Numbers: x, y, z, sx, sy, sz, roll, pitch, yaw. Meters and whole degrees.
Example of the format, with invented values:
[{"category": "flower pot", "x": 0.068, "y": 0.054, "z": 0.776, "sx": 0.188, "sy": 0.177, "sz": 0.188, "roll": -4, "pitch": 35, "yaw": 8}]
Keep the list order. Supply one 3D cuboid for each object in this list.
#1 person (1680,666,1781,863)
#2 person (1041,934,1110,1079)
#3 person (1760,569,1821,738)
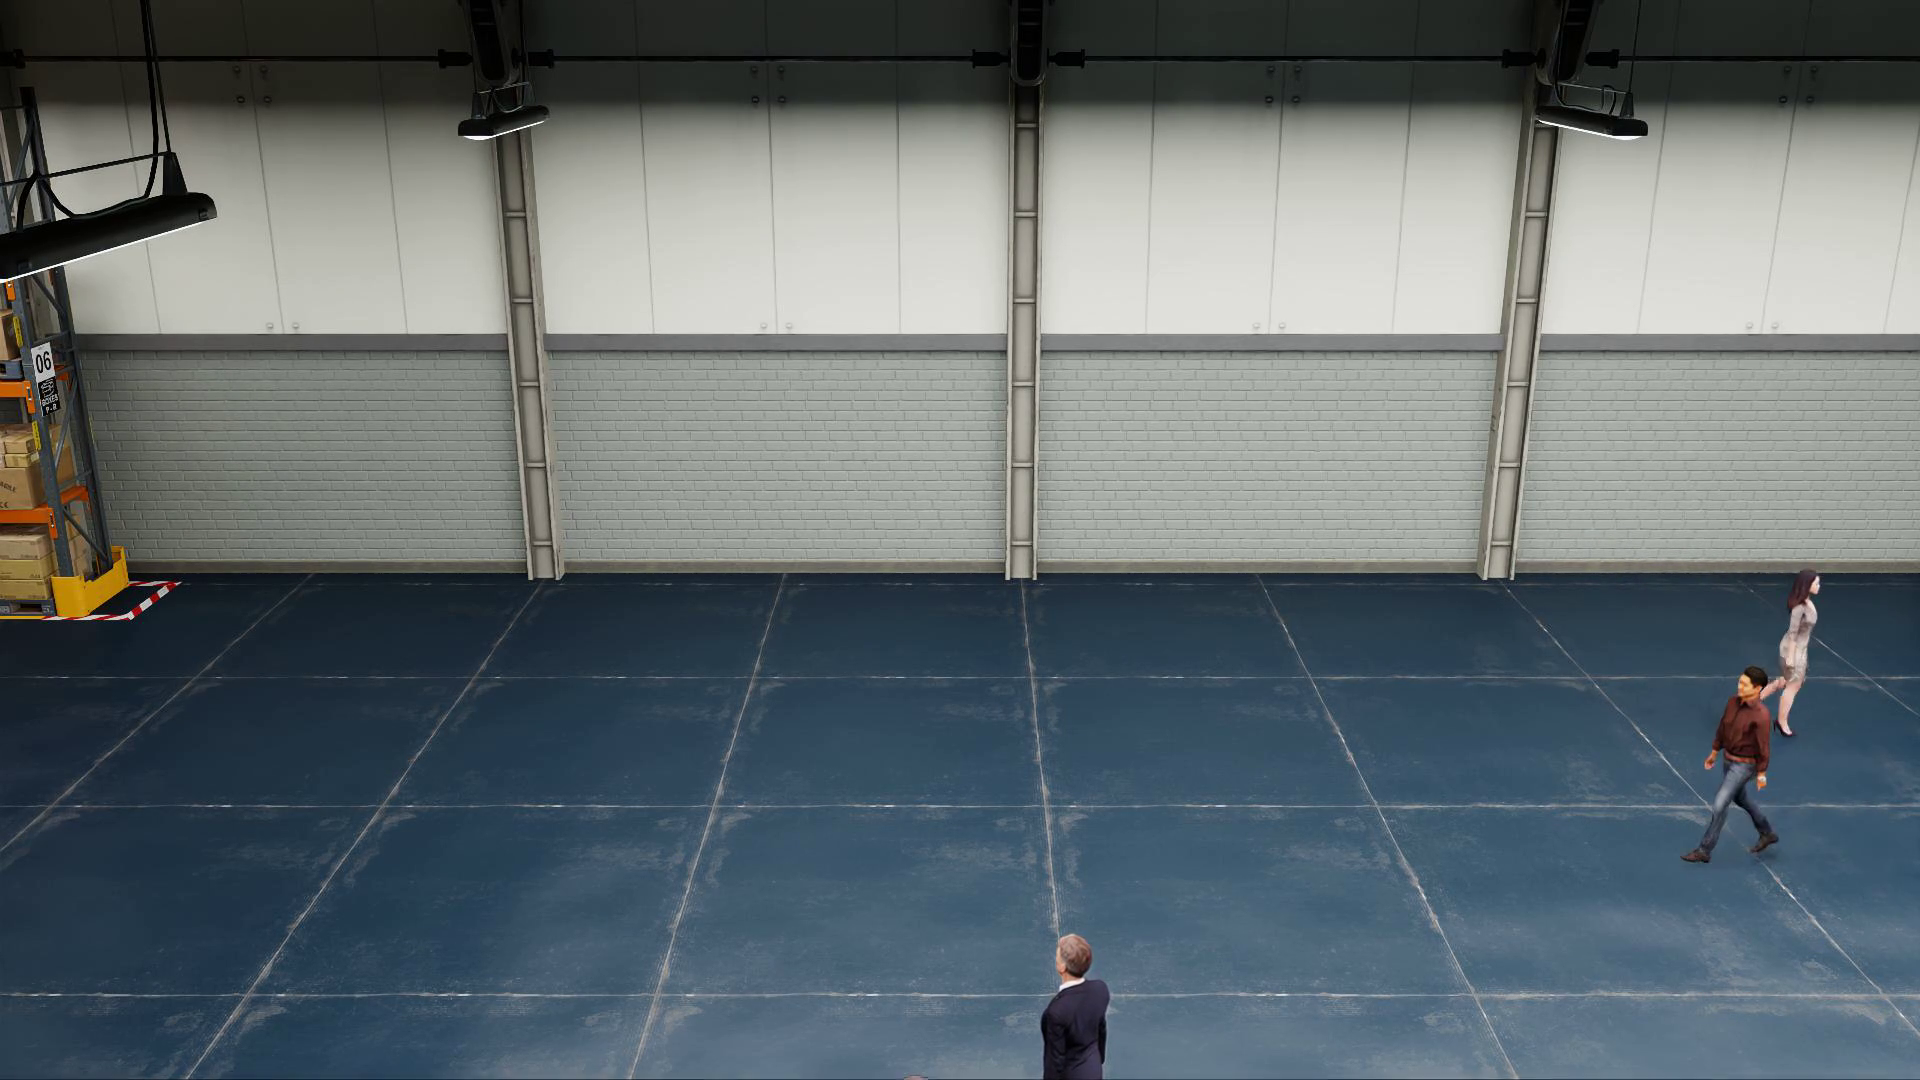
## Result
[{"category": "person", "x": 6.570, "y": 1.877, "z": 13.843, "sx": 1.178, "sy": 1.743, "sz": 0.746, "roll": -2, "pitch": 18, "yaw": -7}, {"category": "person", "x": 0.658, "y": 3.152, "z": 9.812, "sx": 0.828, "sy": 1.814, "sz": 0.776, "roll": 16, "pitch": 24, "yaw": 41}, {"category": "person", "x": 8.063, "y": 1.093, "z": 16.260, "sx": 0.887, "sy": 1.735, "sz": 0.785, "roll": 9, "pitch": 20, "yaw": 25}]
